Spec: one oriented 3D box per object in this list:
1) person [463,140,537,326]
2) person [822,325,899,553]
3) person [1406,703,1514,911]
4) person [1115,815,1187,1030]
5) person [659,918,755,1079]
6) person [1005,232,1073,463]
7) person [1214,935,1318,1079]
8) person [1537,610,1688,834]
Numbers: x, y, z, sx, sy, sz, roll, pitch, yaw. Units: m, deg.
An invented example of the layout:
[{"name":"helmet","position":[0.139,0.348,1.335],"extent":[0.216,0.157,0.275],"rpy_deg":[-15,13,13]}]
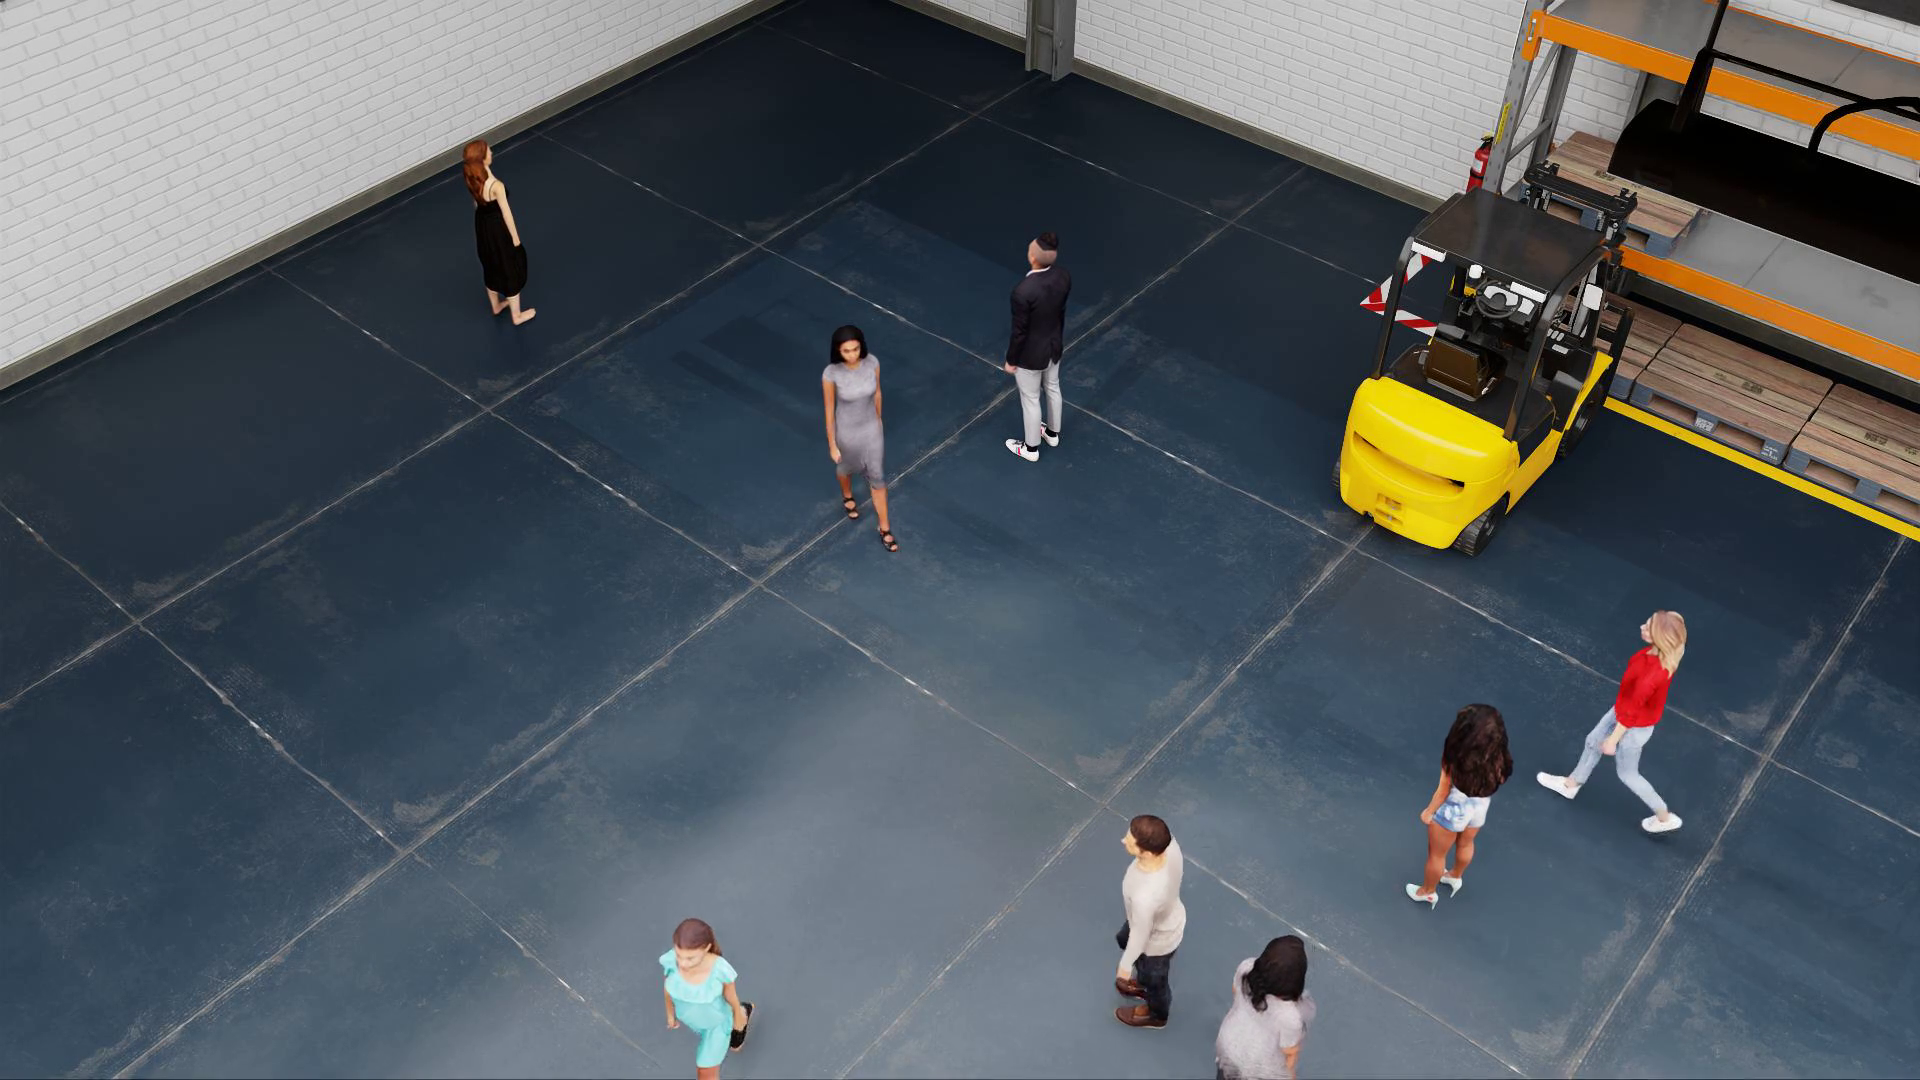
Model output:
[{"name":"person","position":[-3.758,-2.485,13.410],"extent":[0.504,1.623,0.622],"rpy_deg":[27,50,26]},{"name":"person","position":[-0.766,-0.795,11.542],"extent":[0.881,1.753,1.063],"rpy_deg":[-17,46,-17]},{"name":"person","position":[2.768,1.487,9.240],"extent":[0.647,1.624,0.675],"rpy_deg":[-19,47,-19]},{"name":"person","position":[1.085,2.011,8.528],"extent":[0.761,1.847,0.771],"rpy_deg":[11,45,11]},{"name":"person","position":[-1.256,2.334,8.418],"extent":[1.058,1.532,0.867],"rpy_deg":[14,45,15]},{"name":"person","position":[0.577,-1.419,12.055],"extent":[0.729,1.949,0.629],"rpy_deg":[-33,52,-29]},{"name":"person","position":[1.476,2.486,8.205],"extent":[0.796,1.605,0.709],"rpy_deg":[-22,48,-21]},{"name":"person","position":[3.967,1.090,9.619],"extent":[1.108,1.676,0.719],"rpy_deg":[23,48,22]}]
